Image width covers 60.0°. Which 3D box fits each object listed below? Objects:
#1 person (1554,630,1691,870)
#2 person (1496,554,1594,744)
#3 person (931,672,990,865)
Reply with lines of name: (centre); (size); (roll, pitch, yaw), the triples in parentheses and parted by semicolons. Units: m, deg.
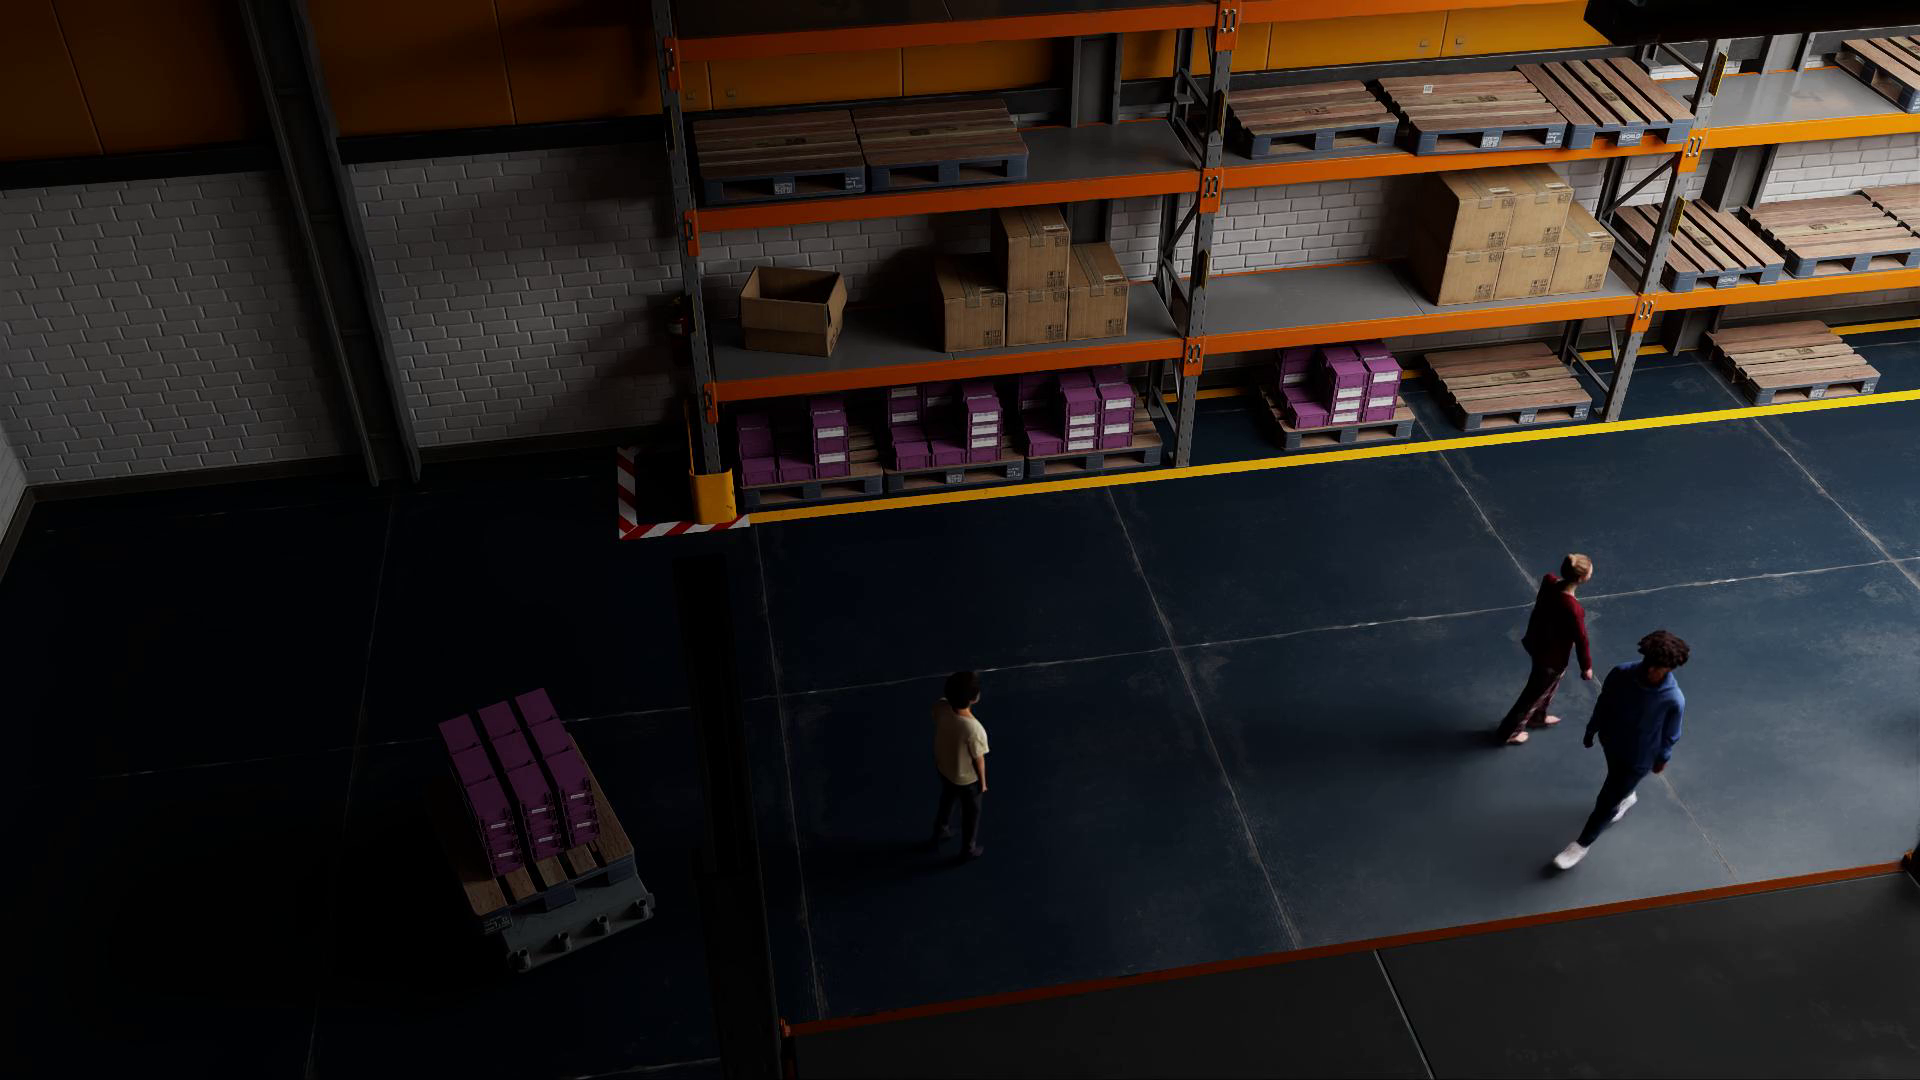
person: (4.324, 1.262, 10.632); (1.270, 1.769, 1.025); (-25, 45, -28)
person: (3.940, 0.770, 11.314); (0.742, 1.687, 0.640); (-4, 39, -5)
person: (-0.001, 1.452, 10.547); (0.652, 1.580, 0.667); (29, 47, 31)
